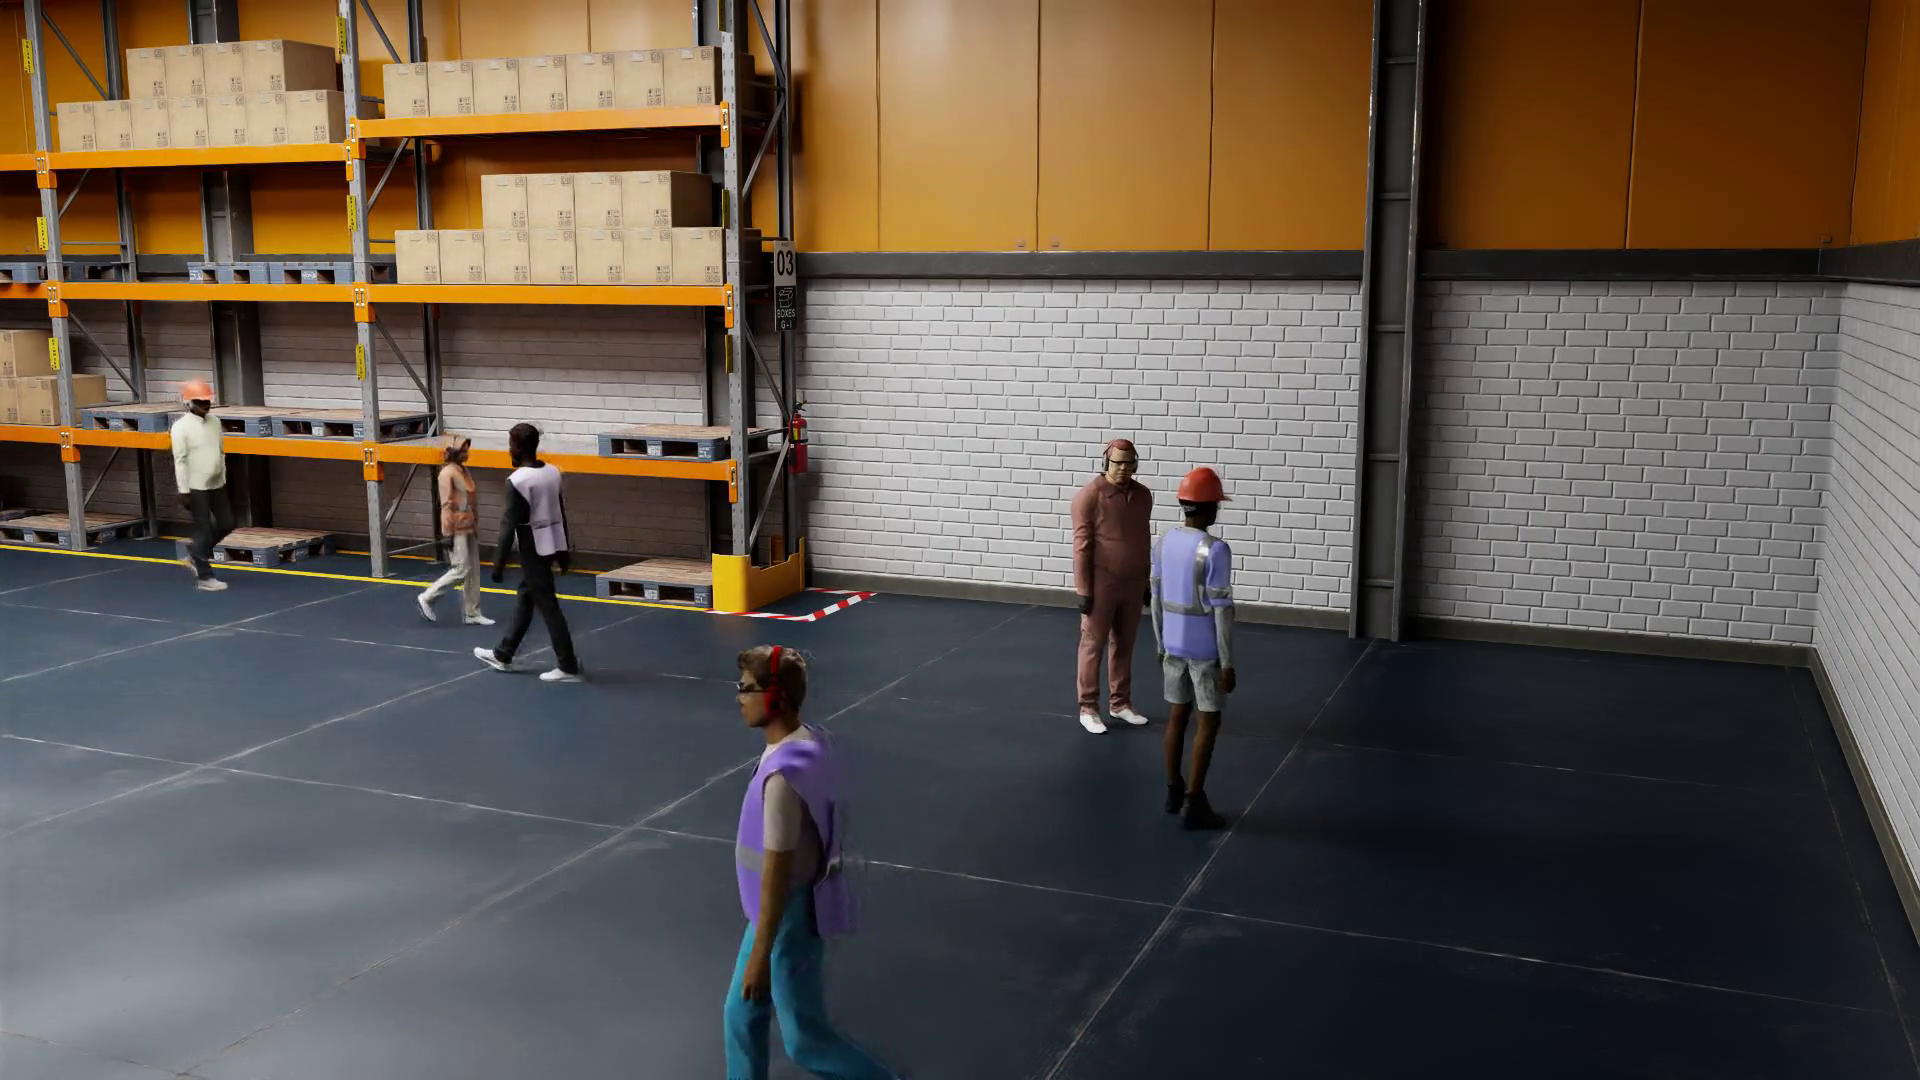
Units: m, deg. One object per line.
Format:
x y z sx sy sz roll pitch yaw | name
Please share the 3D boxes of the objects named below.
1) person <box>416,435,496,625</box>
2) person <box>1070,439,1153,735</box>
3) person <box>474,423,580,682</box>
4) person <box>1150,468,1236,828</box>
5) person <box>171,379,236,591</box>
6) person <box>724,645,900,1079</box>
-4.203 -0.071 13.836 0.538 1.620 0.525 0 9 3 | person
1.021 0.291 10.798 0.643 1.905 0.400 -7 11 -35 | person
-3.187 0.096 12.046 0.957 1.872 0.623 2 10 14 | person
1.250 0.583 8.995 0.474 1.931 0.579 -7 12 -37 | person
-7.040 -0.511 15.431 0.482 1.974 0.639 3 10 15 | person
-0.494 1.228 5.397 0.849 1.815 0.574 -1 9 -6 | person
